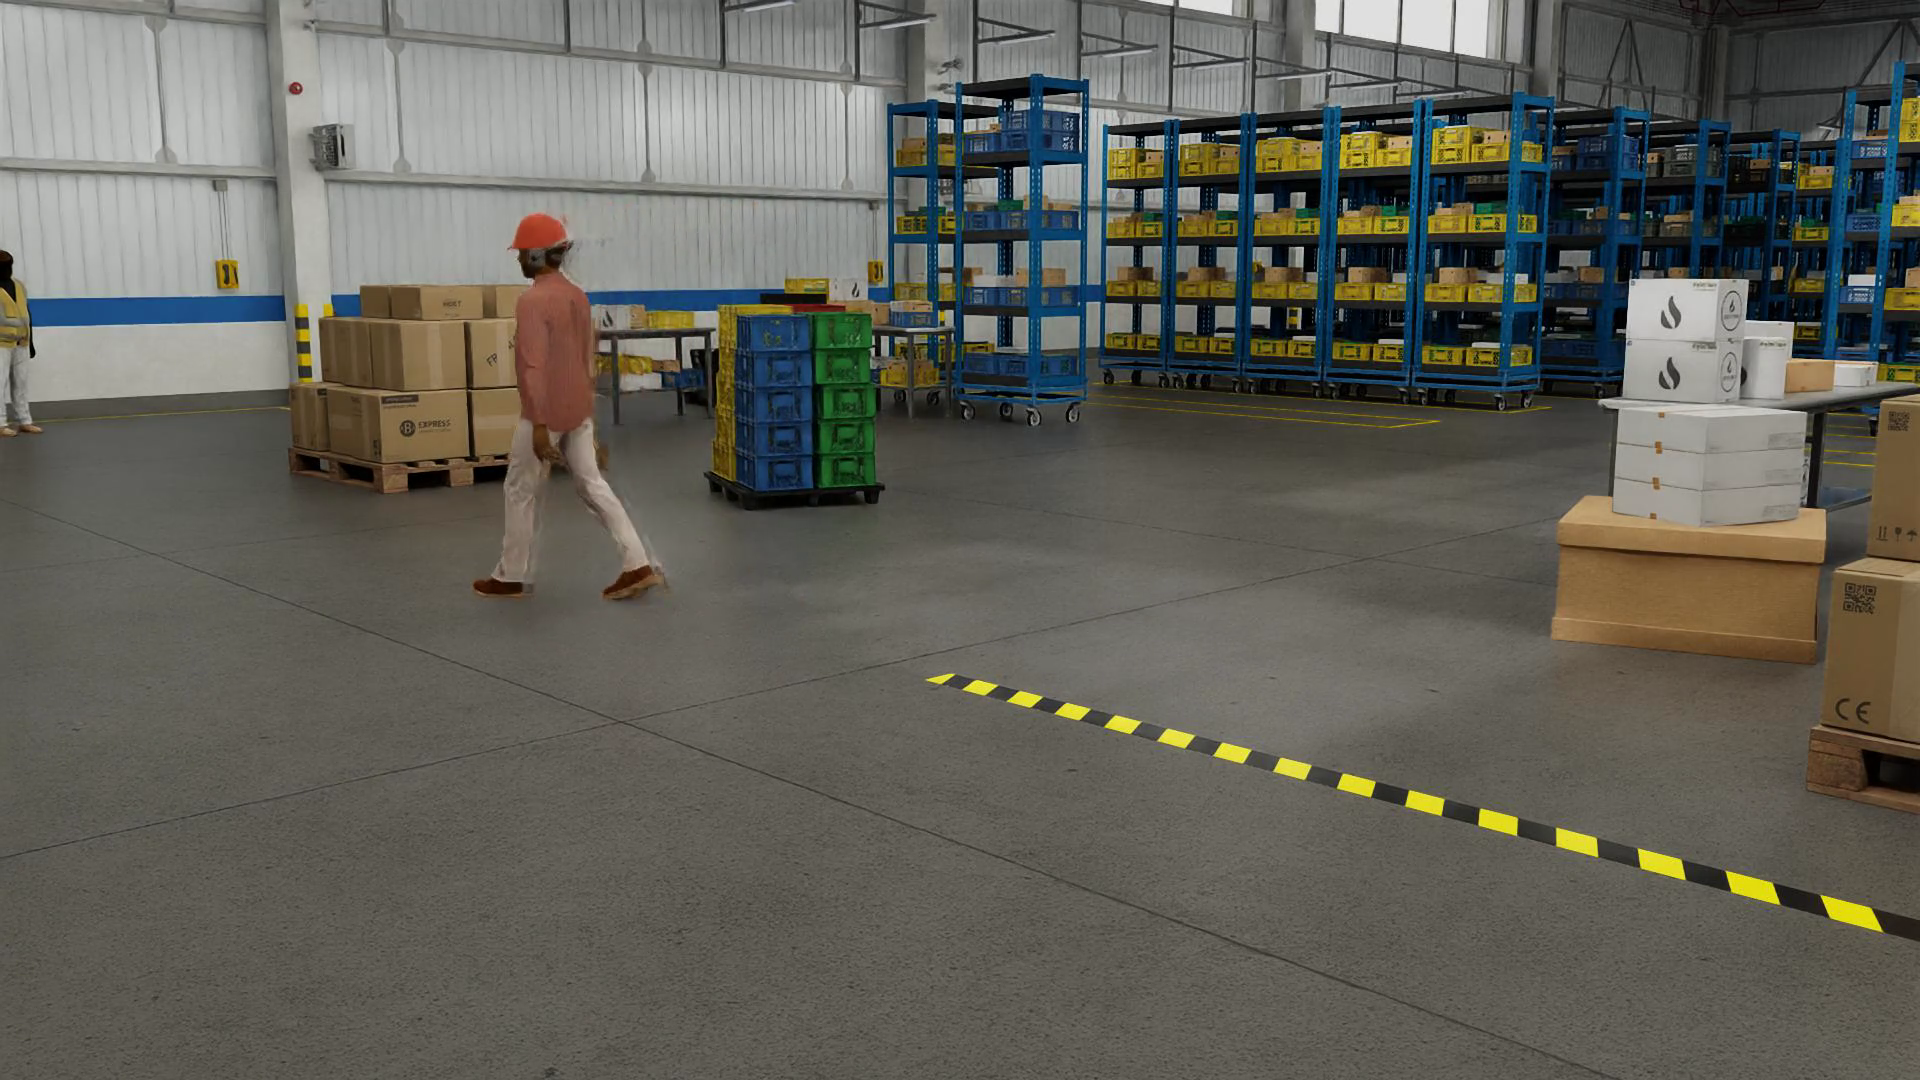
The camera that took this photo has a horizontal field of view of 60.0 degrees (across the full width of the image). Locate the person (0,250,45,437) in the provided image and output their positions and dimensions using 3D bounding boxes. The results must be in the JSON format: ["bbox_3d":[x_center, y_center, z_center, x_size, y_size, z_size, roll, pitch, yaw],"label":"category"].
[{"bbox_3d":[-9.393,-1.929,16.383,0.430,1.831,0.634,3,10,15],"label":"person"}]

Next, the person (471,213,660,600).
[{"bbox_3d":[-1.976,-0.648,8.313,0.999,1.955,0.633,3,10,18],"label":"person"}]
